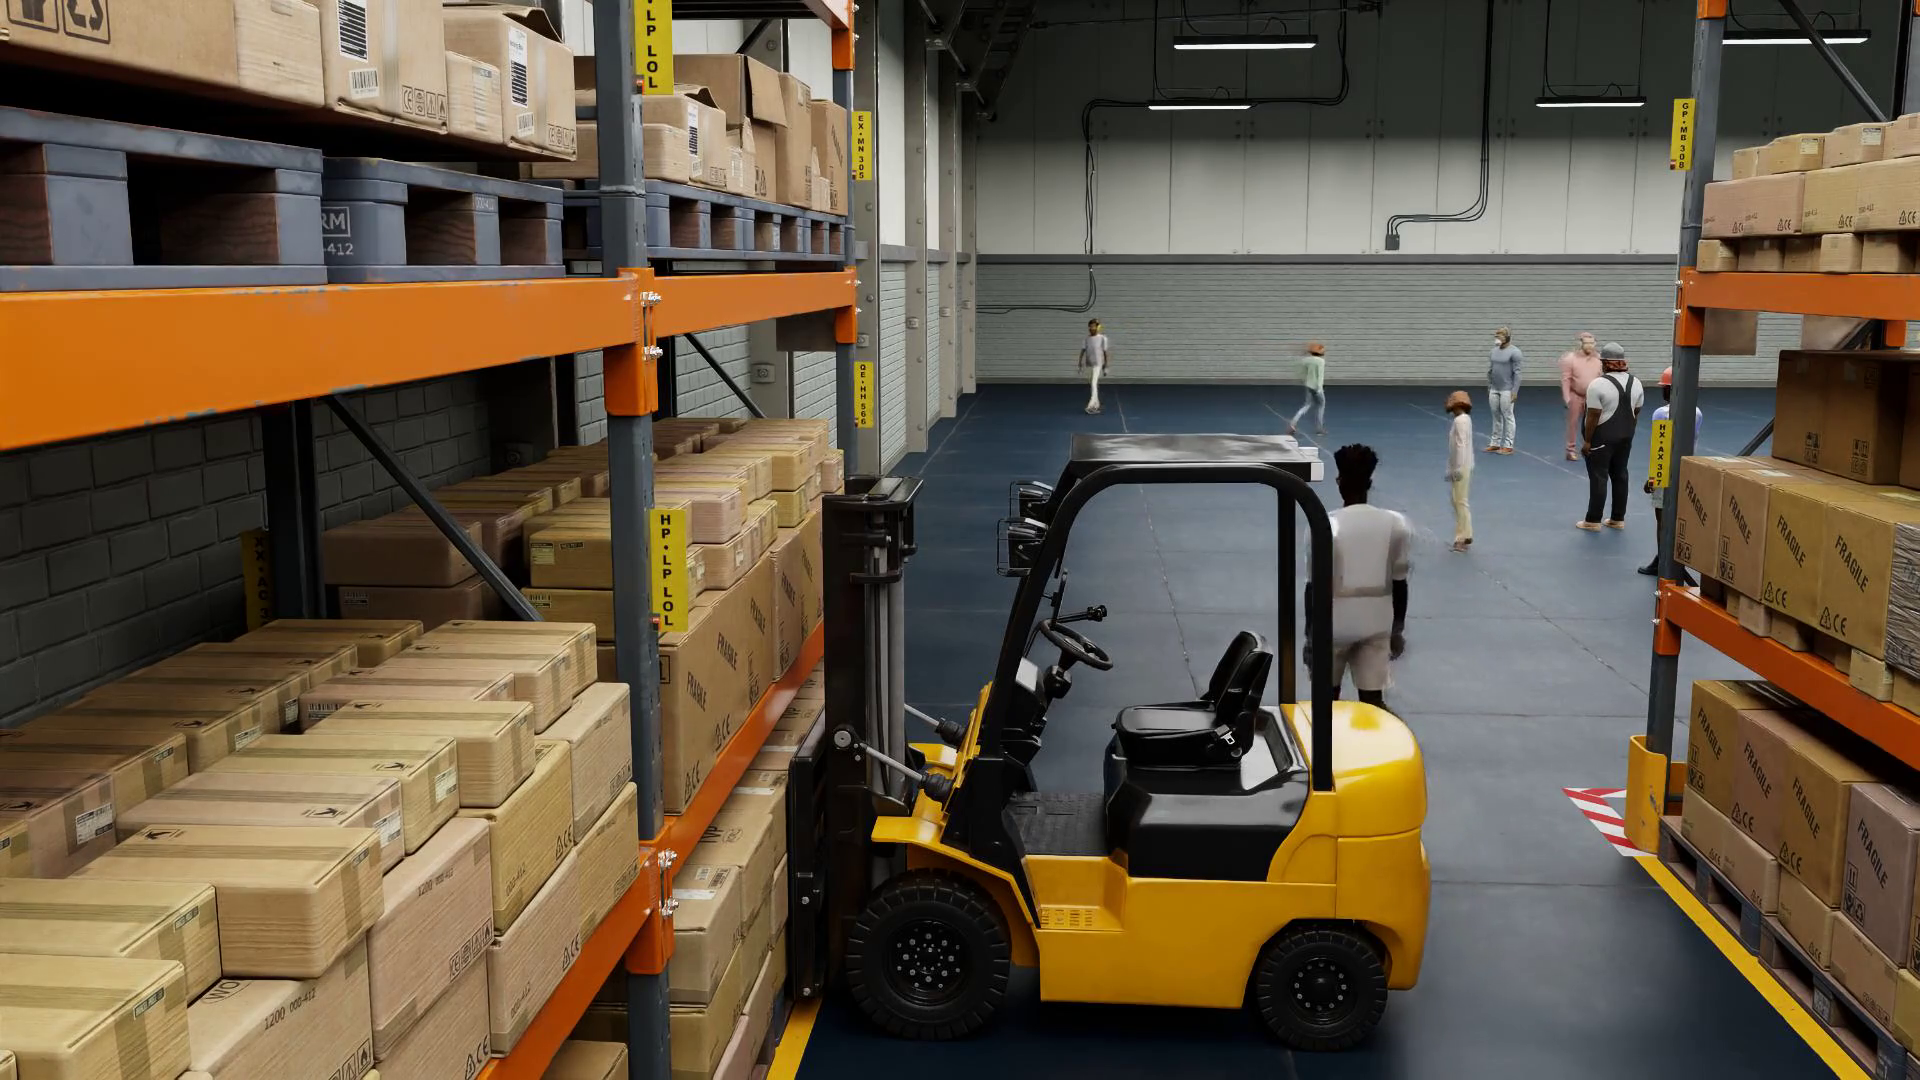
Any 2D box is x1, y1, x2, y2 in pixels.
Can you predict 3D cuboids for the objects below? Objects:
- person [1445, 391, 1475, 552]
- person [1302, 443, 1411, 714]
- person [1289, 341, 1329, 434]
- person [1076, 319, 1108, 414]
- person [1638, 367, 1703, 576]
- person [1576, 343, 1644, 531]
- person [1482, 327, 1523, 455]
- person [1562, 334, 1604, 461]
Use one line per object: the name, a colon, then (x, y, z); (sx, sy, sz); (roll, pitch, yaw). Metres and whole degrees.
person: (5.027, -0.694, 16.794); (0.321, 1.597, 0.605); (4, 10, 21)
person: (2.109, 0.459, 8.783); (0.606, 1.942, 0.814); (-2, 10, -11)
person: (5.931, -2.564, 28.111); (0.702, 1.611, 0.497); (-5, 10, -26)
person: (2.522, -3.331, 32.080); (0.515, 1.826, 0.954); (6, 11, 32)
person: (6.545, -0.627, 15.354); (0.542, 1.938, 0.358); (-5, 10, -26)
person: (6.995, -1.121, 18.038); (0.683, 2.000, 0.537); (-4, 10, -21)
person: (8.258, -2.269, 25.304); (0.354, 1.936, 0.635); (-4, 10, -24)
person: (9.065, -2.043, 24.146); (0.659, 1.874, 0.896); (1, 9, 3)
